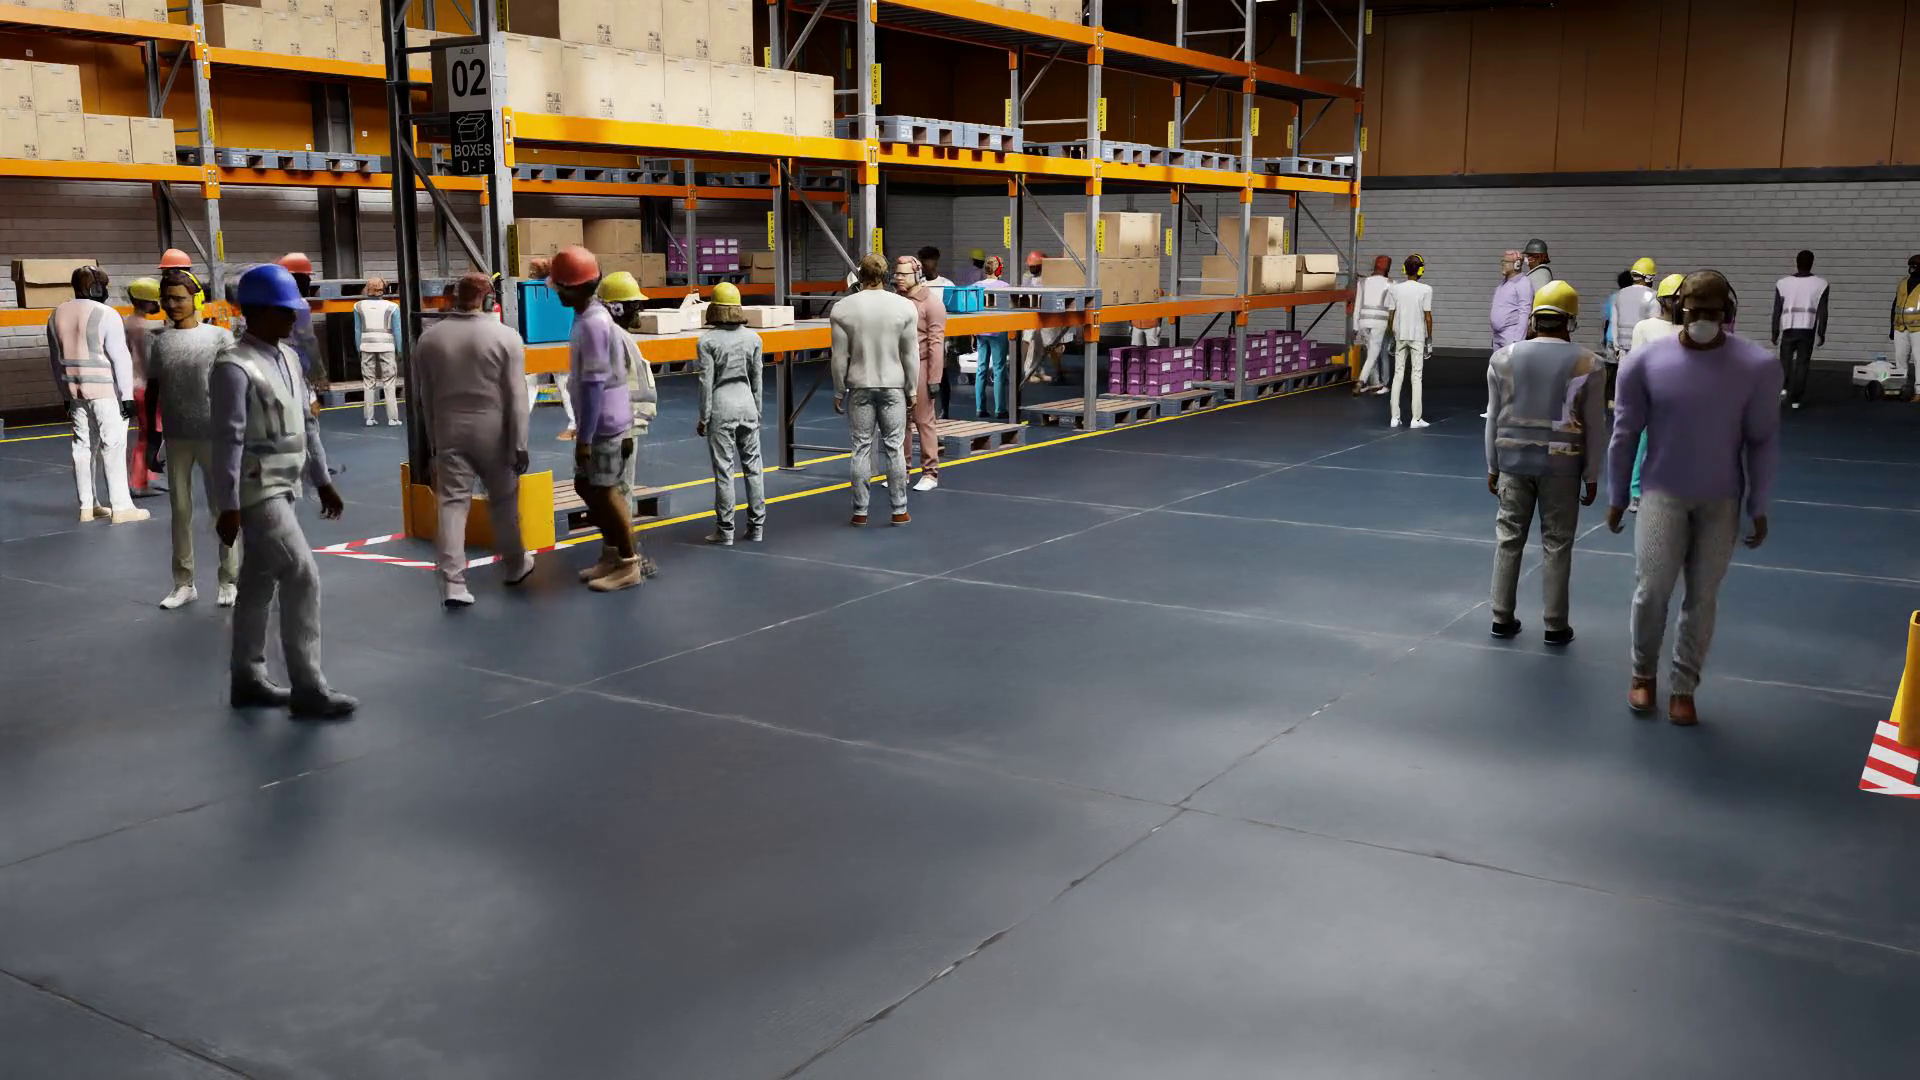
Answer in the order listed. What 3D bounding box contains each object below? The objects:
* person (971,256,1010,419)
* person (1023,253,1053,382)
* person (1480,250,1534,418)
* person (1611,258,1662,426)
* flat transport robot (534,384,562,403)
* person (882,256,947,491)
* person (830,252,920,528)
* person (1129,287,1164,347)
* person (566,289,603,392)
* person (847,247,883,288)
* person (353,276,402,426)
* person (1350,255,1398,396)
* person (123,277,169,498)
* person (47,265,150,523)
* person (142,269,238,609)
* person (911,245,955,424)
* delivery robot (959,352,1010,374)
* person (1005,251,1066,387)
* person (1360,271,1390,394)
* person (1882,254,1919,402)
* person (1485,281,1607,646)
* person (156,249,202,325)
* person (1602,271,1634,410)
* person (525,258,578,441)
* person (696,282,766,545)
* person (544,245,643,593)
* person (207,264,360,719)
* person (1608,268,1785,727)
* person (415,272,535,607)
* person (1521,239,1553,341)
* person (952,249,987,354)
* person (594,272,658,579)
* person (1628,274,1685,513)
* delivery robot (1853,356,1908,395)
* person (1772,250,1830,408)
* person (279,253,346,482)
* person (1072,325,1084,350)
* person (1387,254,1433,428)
[{"bbox_3d":[0.356,-2.297,18.900,0.571,1.843,0.372,6,12,32],"label":"person"},{"bbox_3d":[1.126,-3.181,23.827,0.429,1.837,0.621,7,13,36],"label":"person"},{"bbox_3d":[6.155,-2.294,18.705,0.407,1.913,0.641,-2,10,-9],"label":"person"},{"bbox_3d":[7.232,-2.079,17.725,0.404,1.832,0.599,-6,12,-32],"label":"person"},{"bbox_3d":[-5.341,-1.778,20.389,1.431,0.197,0.652,-6,12,-30],"label":"flat transport robot"},{"bbox_3d":[-0.412,-1.343,13.486,0.636,1.899,0.402,9,14,41],"label":"person"},{"bbox_3d":[-0.594,-1.047,11.717,0.628,1.940,0.373,0,10,-1],"label":"person"},{"bbox_3d":[2.543,-2.923,22.780,0.537,1.696,0.321,7,12,34],"label":"person"},{"bbox_3d":[-3.184,-1.427,14.781,0.506,1.596,0.878,3,11,18],"label":"person"},{"bbox_3d":[-1.102,-2.661,20.365,0.605,2.045,0.386,9,14,42],"label":"person"},{"bbox_3d":[-6.320,-2.043,18.092,0.509,1.629,0.316,-1,10,-5],"label":"person"},{"bbox_3d":[5.372,-2.785,21.643,0.584,1.847,0.906,9,14,41],"label":"person"},{"bbox_3d":[-6.340,-1.192,13.086,0.564,1.725,0.541,9,13,40],"label":"person"},{"bbox_3d":[-6.182,-1.040,11.946,0.636,1.842,0.429,3,11,18],"label":"person"},{"bbox_3d":[-4.220,-0.549,9.159,0.532,1.865,0.310,-1,10,-7],"label":"person"},{"bbox_3d":[-0.309,-2.190,17.974,0.614,1.962,0.366,9,13,40],"label":"person"},{"bbox_3d":[0.348,-2.477,23.214,0.707,0.478,0.477,3,11,18],"label":"delivery robot"},{"bbox_3d":[1.056,-3.029,22.892,0.979,1.867,0.557,-7,13,-36],"label":"person"},{"bbox_3d":[5.516,-2.748,21.986,0.276,1.631,0.507,-8,13,-37],"label":"person"},{"bbox_3d":[11.941,-2.647,20.848,0.429,1.842,0.637,-5,11,-24],"label":"person"},{"bbox_3d":[2.931,-0.381,8.358,0.586,1.824,0.404,6,12,32],"label":"person"},{"bbox_3d":[-7.228,-1.727,15.485,0.362,1.938,0.545,-3,11,-14],"label":"person"},{"bbox_3d":[7.849,-2.368,19.833,0.342,1.667,0.656,-2,11,-13],"label":"person"},{"bbox_3d":[-4.187,-1.872,16.564,0.606,1.830,0.986,9,14,42],"label":"person"},{"bbox_3d":[-1.538,-0.838,11.097,0.483,1.745,0.304,-7,13,-36],"label":"person"},{"bbox_3d":[-2.078,-0.666,9.451,0.538,1.993,0.666,-3,11,-16],"label":"person"},{"bbox_3d":[-2.852,-0.201,7.090,0.777,1.918,0.629,-1,10,-3],"label":"person"},{"bbox_3d":[3.021,-0.160,6.889,0.633,1.912,0.463,3,11,17],"label":"person"},{"bbox_3d":[-2.720,-0.576,9.390,0.657,1.847,1.041,0,10,2],"label":"person"},{"bbox_3d":[7.158,-2.760,20.921,0.538,2.000,0.684,3,11,18],"label":"person"},{"bbox_3d":[0.188,-4.245,29.628,0.988,1.873,0.674,-7,12,-33],"label":"person"},{"bbox_3d":[-2.023,-0.687,10.011,0.404,1.835,0.586,-2,11,-14],"label":"person"},{"bbox_3d":[5.227,-1.072,12.323,0.533,1.772,0.296,1,10,8],"label":"person"},{"bbox_3d":[11.627,-2.080,21.013,0.477,0.478,0.707,-1,10,-3],"label":"delivery robot"},{"bbox_3d":[10.133,-2.534,20.073,0.590,1.904,0.447,6,12,31],"label":"person"},{"bbox_3d":[-5.461,-1.425,13.876,0.833,1.905,0.552,-8,13,-38],"label":"person"},{"bbox_3d":[2.288,-4.500,30.690,0.613,1.995,0.390,-3,11,-18],"label":"person"},{"bbox_3d":[4.873,-2.145,17.991,0.518,1.872,0.326,7,12,35],"label":"person"}]
